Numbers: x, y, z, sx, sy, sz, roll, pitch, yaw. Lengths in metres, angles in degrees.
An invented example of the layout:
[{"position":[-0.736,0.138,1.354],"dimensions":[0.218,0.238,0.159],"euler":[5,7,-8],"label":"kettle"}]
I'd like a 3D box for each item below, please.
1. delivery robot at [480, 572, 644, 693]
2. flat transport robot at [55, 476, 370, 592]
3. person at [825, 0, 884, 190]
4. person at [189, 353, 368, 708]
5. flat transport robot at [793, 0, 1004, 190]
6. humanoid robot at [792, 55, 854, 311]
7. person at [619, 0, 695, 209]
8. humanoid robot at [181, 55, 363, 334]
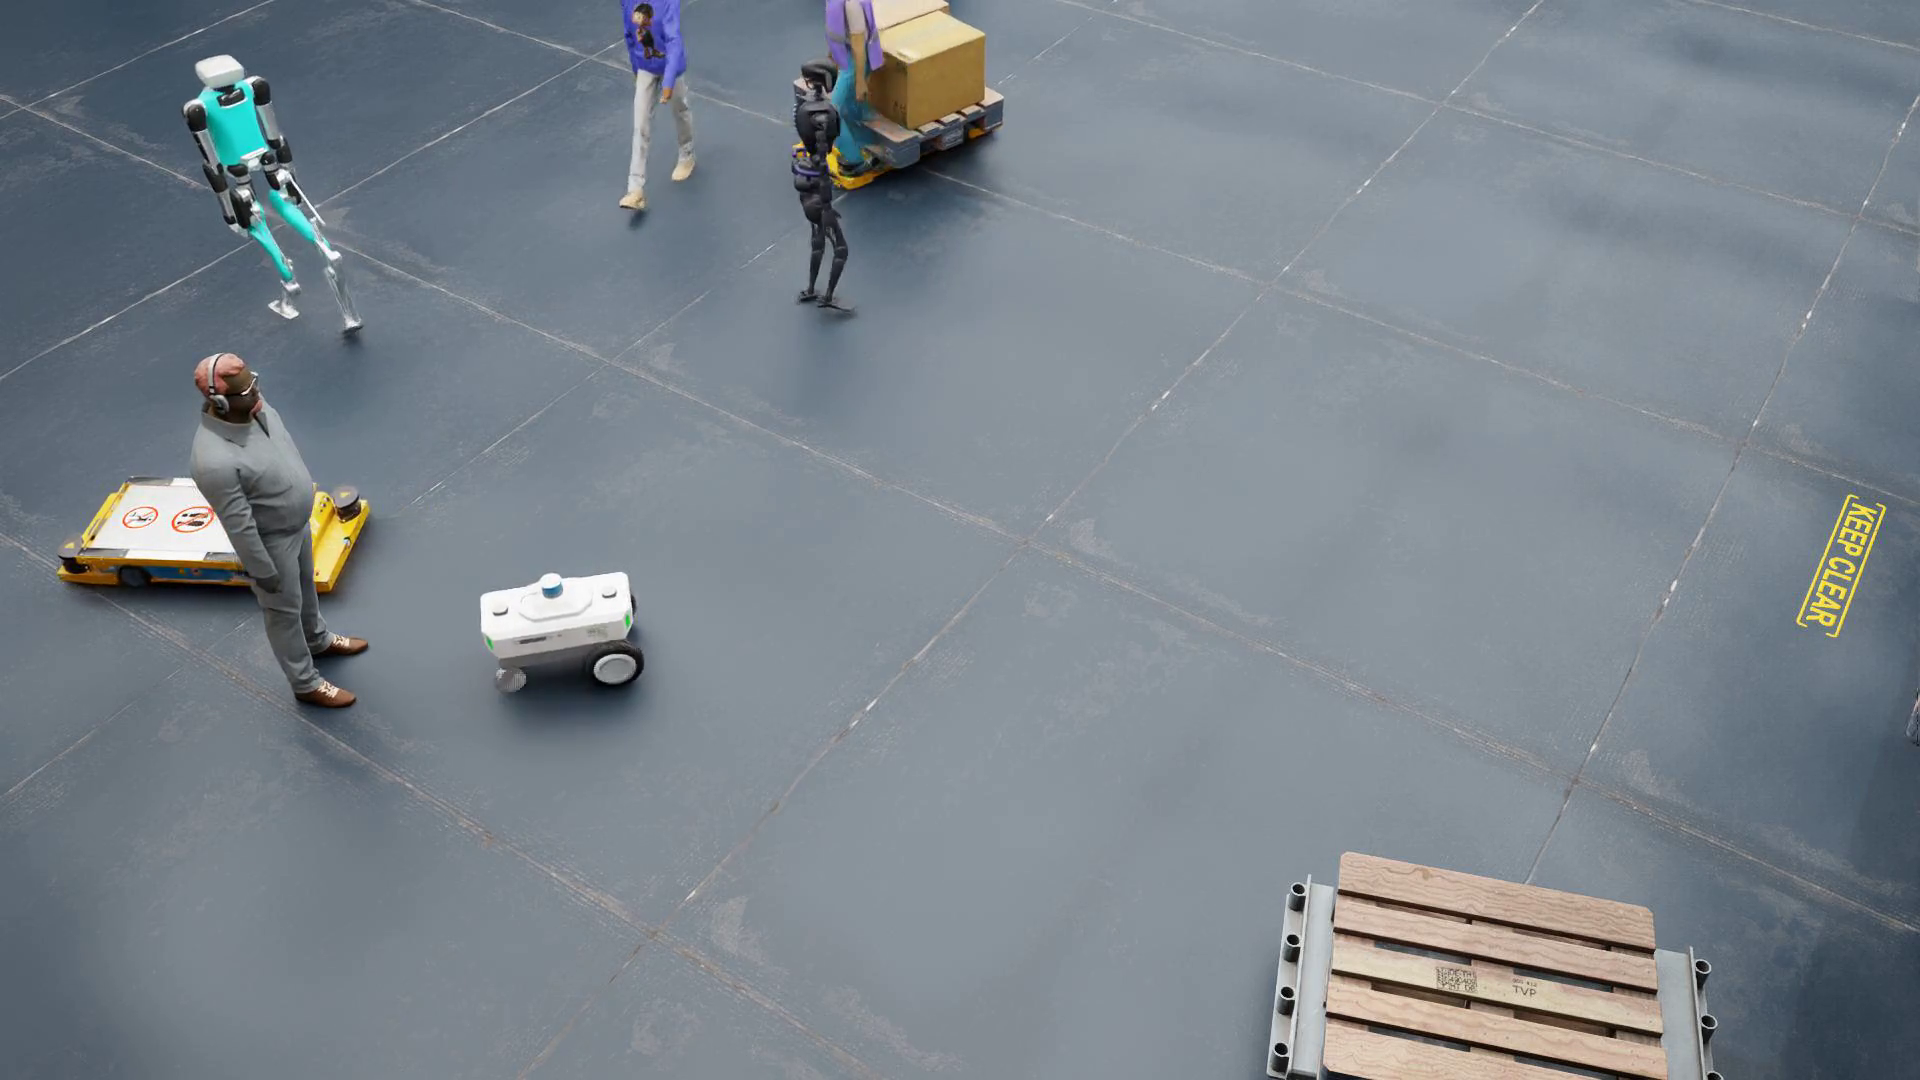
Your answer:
[{"position":[-1.946,0.403,8.093],"dimensions":[0.739,0.566,0.499],"euler":[-9,43,-10],"label":"delivery robot"},{"position":[-3.948,-0.030,8.813],"dimensions":[1.431,0.231,0.659],"euler":[2,42,2],"label":"flat transport robot"},{"position":[-0.779,-3.209,11.202],"dimensions":[0.524,1.819,0.623],"euler":[-7,42,-8],"label":"person"},{"position":[-3.111,-0.049,7.606],"dimensions":[0.407,1.910,0.636],"euler":[-2,42,-2],"label":"person"},{"position":[-0.453,-2.979,12.113],"dimensions":[1.431,0.231,0.659],"euler":[-30,50,-30],"label":"flat transport robot"},{"position":[-0.861,-2.176,10.162],"dimensions":[0.313,1.653,0.601],"euler":[-6,42,-7],"label":"humanoid robot"},{"position":[-2.050,-3.101,11.088],"dimensions":[0.473,1.816,0.972],"euler":[8,42,9],"label":"person"},{"position":[-3.988,-1.931,9.876],"dimensions":[1.016,1.775,0.531],"euler":[28,49,28],"label":"humanoid robot"}]
